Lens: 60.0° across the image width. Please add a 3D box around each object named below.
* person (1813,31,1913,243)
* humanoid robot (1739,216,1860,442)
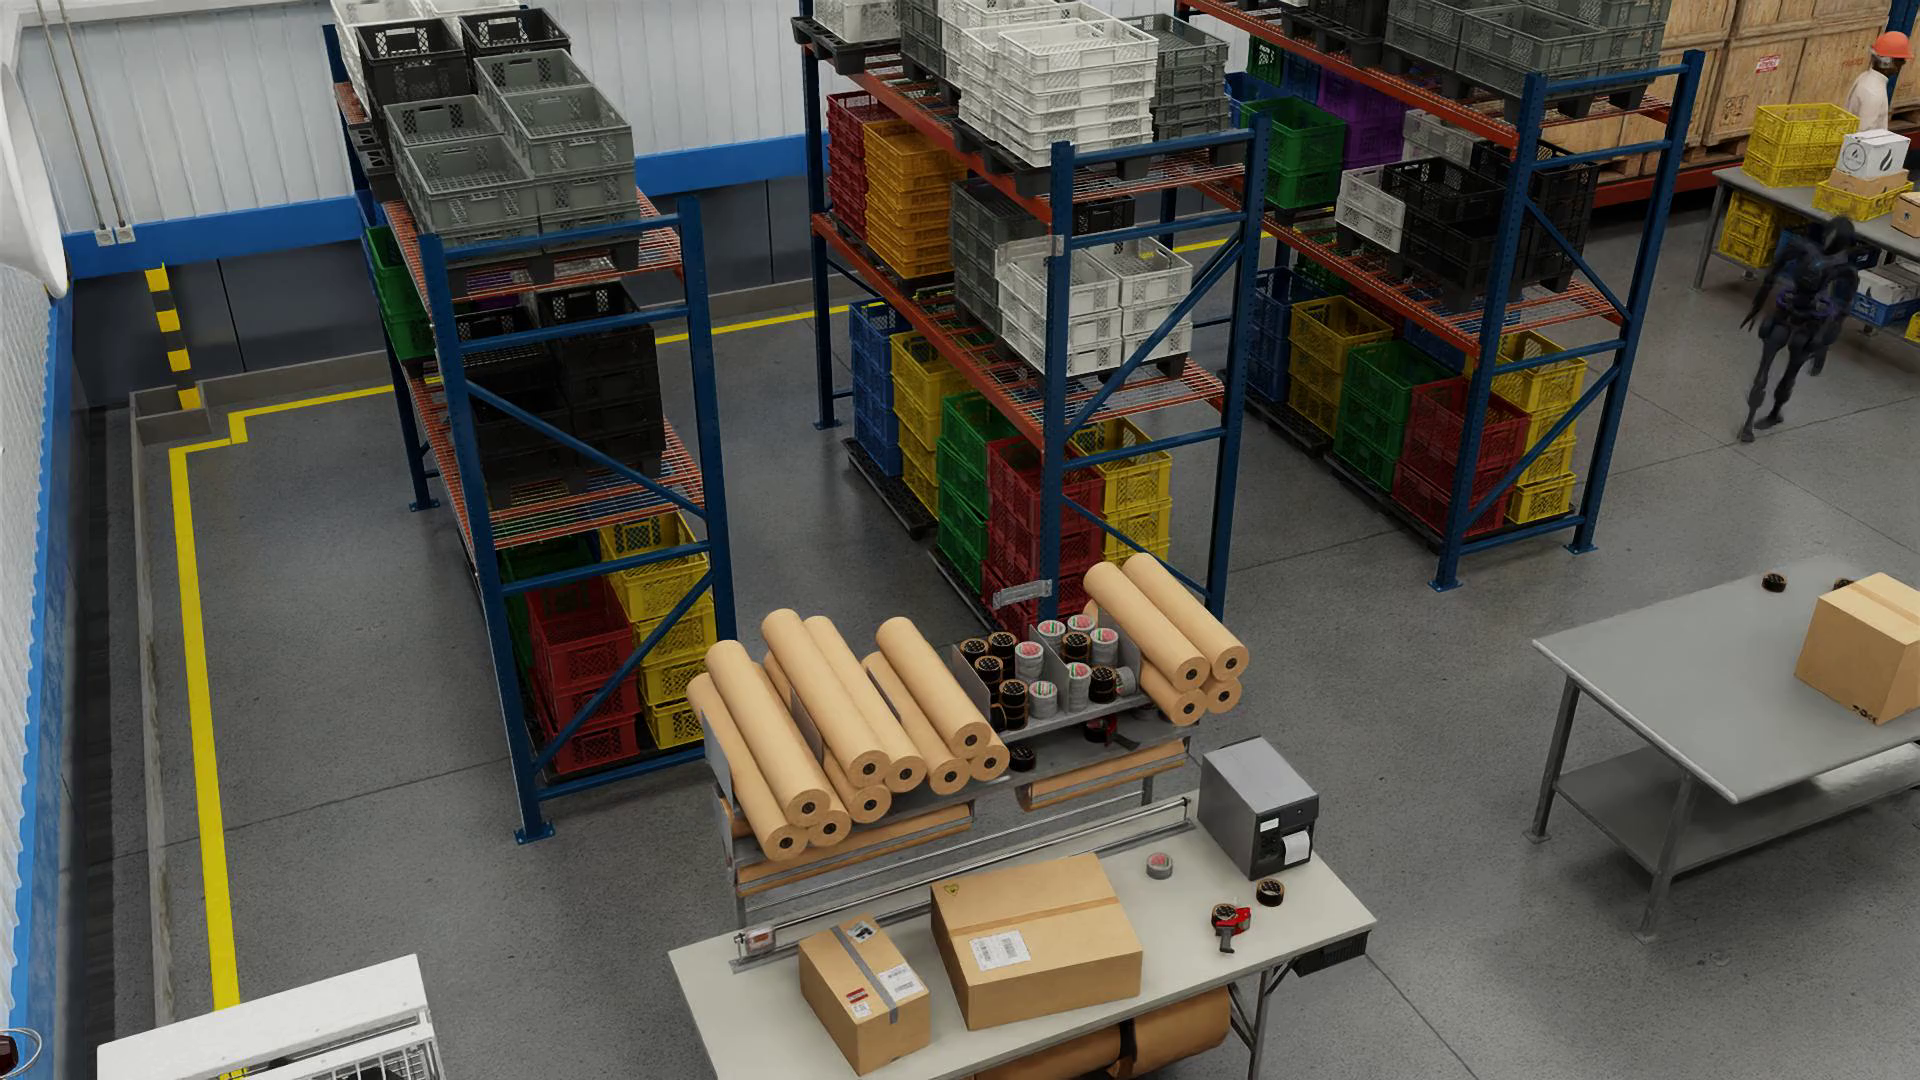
[{"bbox_3d":[7.164,-3.066,13.307,0.377,1.994,0.611,11,33,17],"label":"person"},{"bbox_3d":[5.454,-1.393,10.931,0.645,1.619,0.712,21,37,30],"label":"humanoid robot"}]
